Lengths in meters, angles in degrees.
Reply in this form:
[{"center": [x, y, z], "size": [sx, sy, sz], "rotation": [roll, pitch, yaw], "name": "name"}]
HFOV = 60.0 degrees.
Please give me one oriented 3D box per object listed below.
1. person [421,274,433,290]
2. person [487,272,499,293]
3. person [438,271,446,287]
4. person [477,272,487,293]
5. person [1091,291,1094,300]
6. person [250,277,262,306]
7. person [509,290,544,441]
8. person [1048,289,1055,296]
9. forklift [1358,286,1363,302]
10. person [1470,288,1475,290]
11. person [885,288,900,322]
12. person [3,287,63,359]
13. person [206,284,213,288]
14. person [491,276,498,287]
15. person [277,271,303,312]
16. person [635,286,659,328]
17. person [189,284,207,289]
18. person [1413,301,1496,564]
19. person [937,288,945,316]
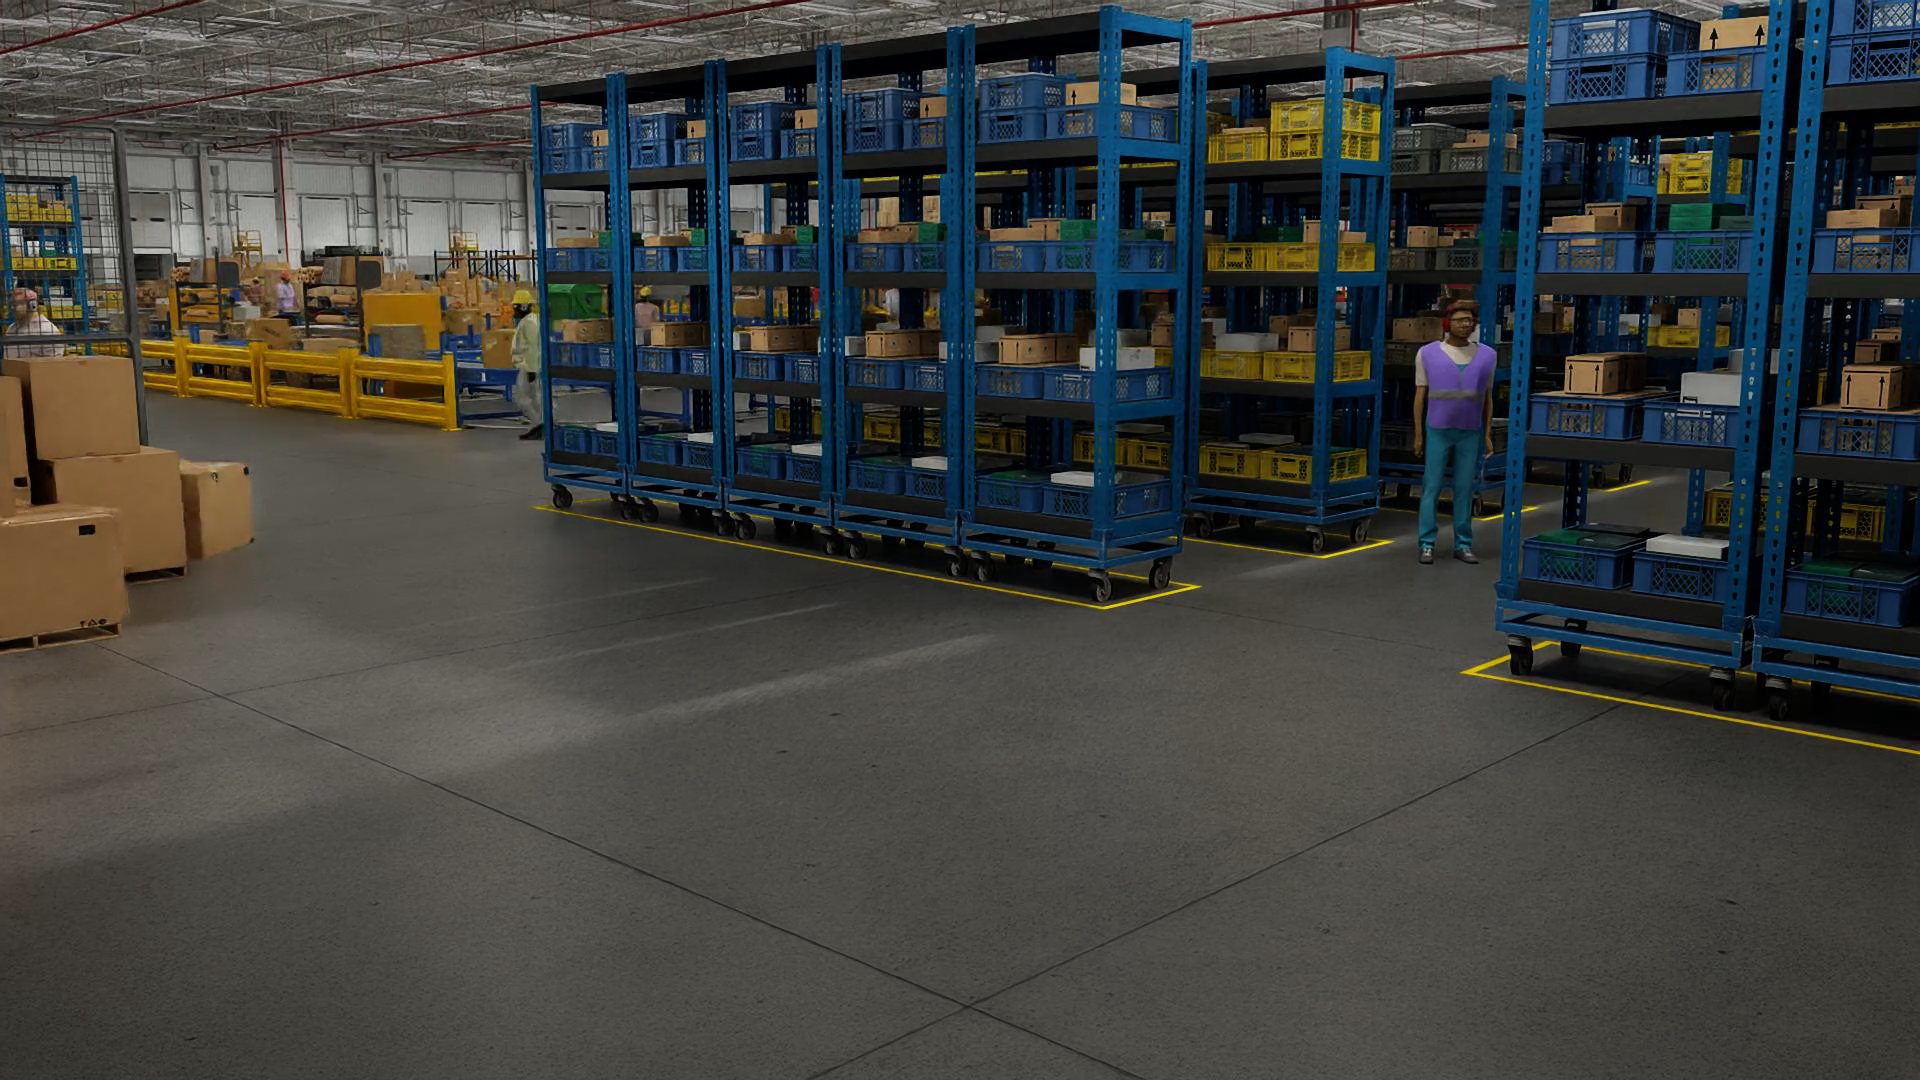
[{"center": [-22.304, -10.234, 69.882], "size": [0.547, 1.838, 0.834], "rotation": [1, 9, 7], "name": "person"}, {"center": [-23.232, -12.366, 82.768], "size": [0.620, 1.895, 0.615], "rotation": [-4, 10, -24], "name": "person"}, {"center": [-18.800, -8.847, 60.756], "size": [1.022, 2.000, 0.695], "rotation": [-2, 10, -14], "name": "person"}, {"center": [-24.398, -12.663, 84.585], "size": [0.691, 1.898, 0.897], "rotation": [2, 10, 15], "name": "person"}, {"center": [5.089, -9.201, 63.974], "size": [0.322, 1.697, 0.535], "rotation": [-2, 9, -10], "name": "person"}, {"center": [-27.447, -9.387, 64.943], "size": [0.525, 1.755, 0.332], "rotation": [3, 10, 19], "name": "person"}, {"center": [-5.198, -2.088, 19.978], "size": [0.427, 1.818, 0.625], "rotation": [-2, 10, -14], "name": "person"}, {"center": [2.852, -7.338, 52.094], "size": [1.057, 1.849, 0.642], "rotation": [-6, 11, -31], "name": "person"}, {"center": [11.100, -7.017, 46.970], "size": [1.873, 2.768, 1.129], "rotation": [9, 13, 43], "name": "forklift"}, {"center": [20.934, -9.968, 67.782], "size": [1.021, 2.008, 0.604], "rotation": [-5, 10, -26], "name": "person"}, {"center": [-1.888, -6.251, 45.569], "size": [0.605, 1.806, 0.657], "rotation": [-9, 13, -43], "name": "person"}, {"center": [-8.322, -1.302, 14.896], "size": [0.643, 1.912, 0.410], "rotation": [4, 10, 24], "name": "person"}, {"center": [-37.194, -12.200, 82.363], "size": [0.540, 1.695, 0.317], "rotation": [6, 11, 33], "name": "person"}, {"center": [-21.978, -11.610, 78.630], "size": [0.313, 1.735, 0.483], "rotation": [-8, 12, -39], "name": "person"}, {"center": [-19.058, -6.630, 47.248], "size": [0.635, 2.010, 0.668], "rotation": [2, 9, 11], "name": "person"}, {"center": [-5.852, -3.847, 30.980], "size": [0.542, 1.750, 0.367], "rotation": [2, 9, 13], "name": "person"}, {"center": [-26.150, -8.175, 56.963], "size": [0.645, 1.929, 0.995], "rotation": [1, 9, 4], "name": "person"}, {"center": [3.465, -0.752, 11.707], "size": [0.569, 1.849, 0.385], "rotation": [0, 9, 0], "name": "person"}, {"center": [-0.451, -5.675, 42.513], "size": [0.868, 1.635, 0.539], "rotation": [5, 11, 29], "name": "person"}]
